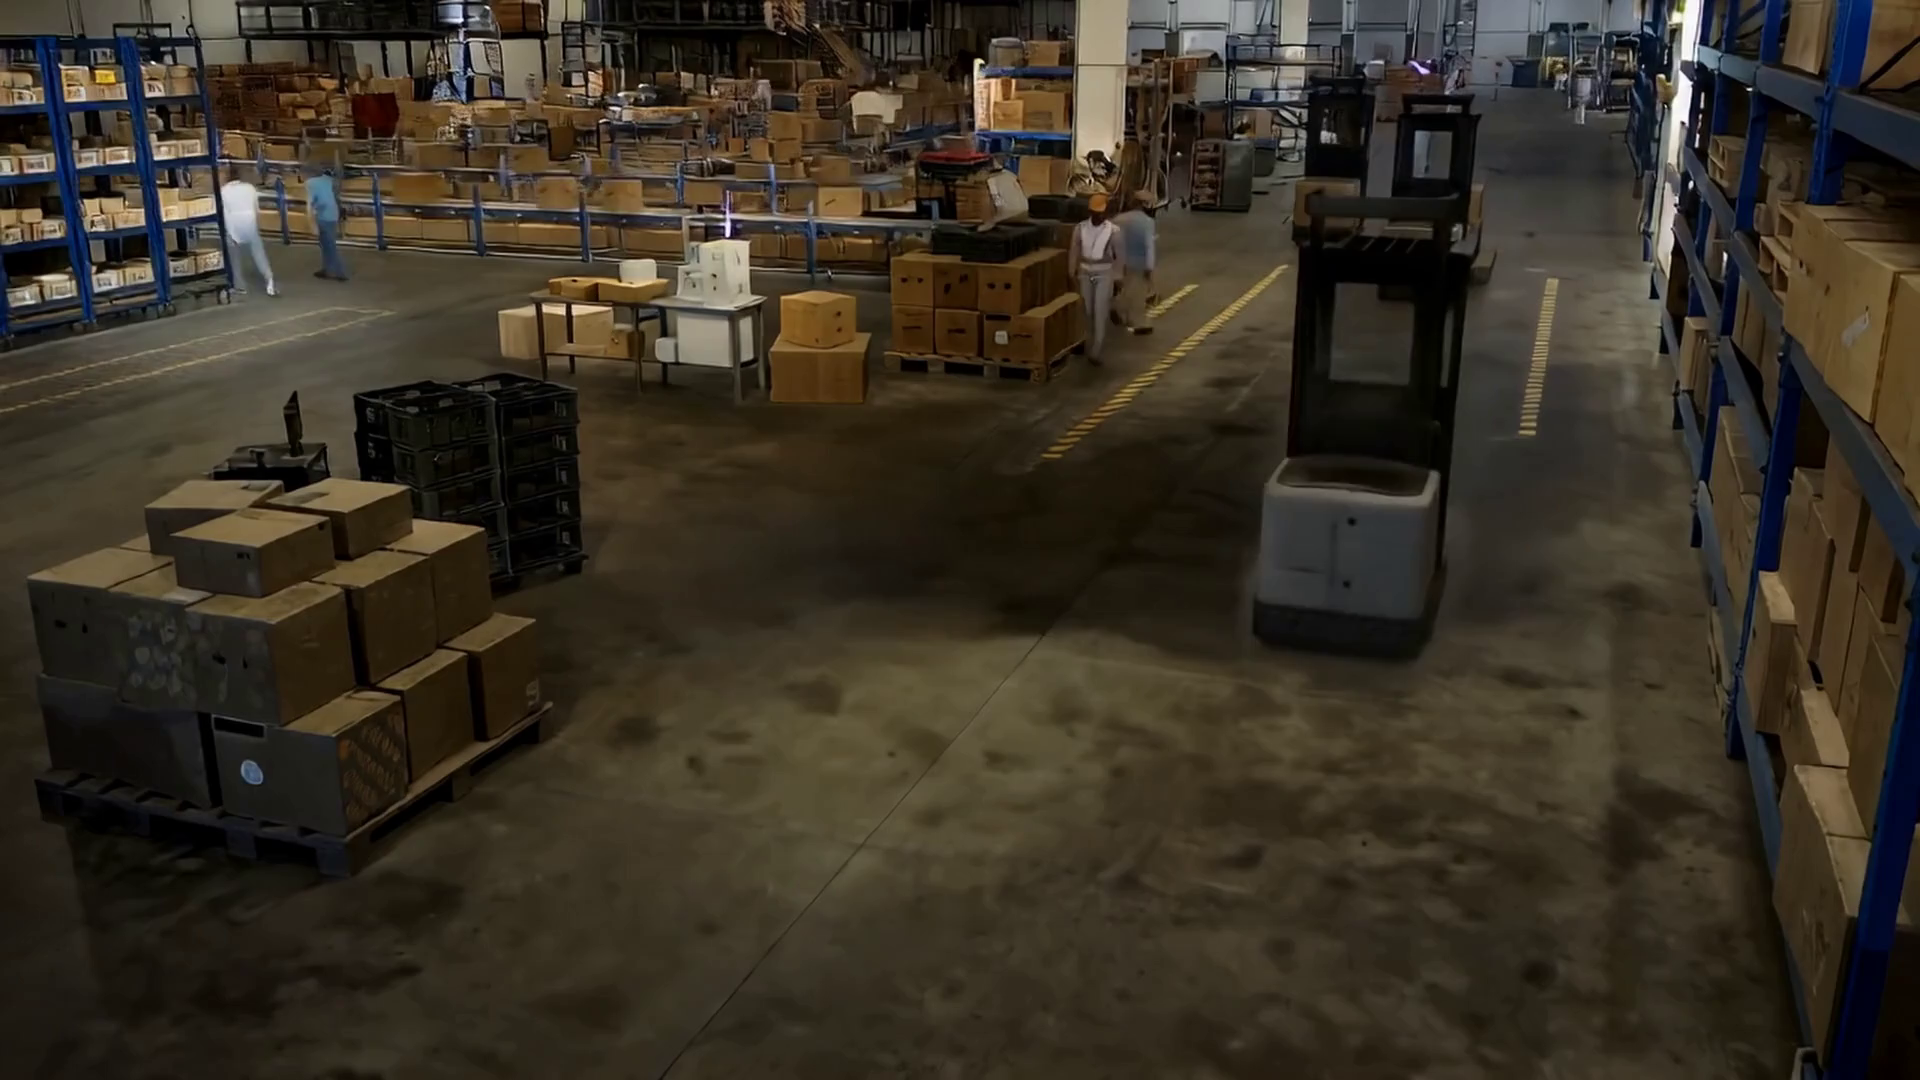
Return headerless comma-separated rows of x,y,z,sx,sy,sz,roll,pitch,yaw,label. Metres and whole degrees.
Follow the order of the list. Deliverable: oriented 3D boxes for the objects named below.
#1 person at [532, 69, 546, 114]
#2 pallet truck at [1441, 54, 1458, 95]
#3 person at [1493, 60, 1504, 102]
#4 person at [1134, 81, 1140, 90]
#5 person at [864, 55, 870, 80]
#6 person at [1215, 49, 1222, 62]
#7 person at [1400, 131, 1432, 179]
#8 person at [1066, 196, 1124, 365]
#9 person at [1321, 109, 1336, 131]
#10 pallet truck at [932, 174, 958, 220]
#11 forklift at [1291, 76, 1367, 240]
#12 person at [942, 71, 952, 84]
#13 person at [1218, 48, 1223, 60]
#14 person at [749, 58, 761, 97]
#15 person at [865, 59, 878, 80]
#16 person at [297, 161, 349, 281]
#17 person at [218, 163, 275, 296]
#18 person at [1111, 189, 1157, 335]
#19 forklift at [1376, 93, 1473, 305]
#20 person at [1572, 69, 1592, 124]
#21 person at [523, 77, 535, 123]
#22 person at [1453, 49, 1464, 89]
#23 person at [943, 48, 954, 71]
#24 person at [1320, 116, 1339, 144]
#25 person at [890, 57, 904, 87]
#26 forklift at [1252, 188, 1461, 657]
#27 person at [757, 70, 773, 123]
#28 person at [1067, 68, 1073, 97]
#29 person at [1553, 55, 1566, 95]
-16.760,-17.719,65.721,0.938,1.721,0.527,1,18,2,person
22.765,-21.886,78.355,0.823,1.965,1.885,-4,18,-14,pallet truck
23.935,-20.394,73.946,0.431,1.835,0.624,6,19,18,person
8.932,-23.597,84.219,0.322,1.697,0.530,-17,24,-42,person
-4.122,-20.596,74.234,0.394,2.040,0.609,0,18,0,person
14.226,-26.160,91.994,0.366,1.884,0.660,-16,24,-42,person
9.573,-8.035,35.008,0.636,1.900,0.399,2,18,7,person
1.550,-3.004,19.198,0.611,1.894,1.007,7,19,20,person
10.423,-11.771,47.062,0.319,1.698,0.532,-13,22,-36,person
-0.507,-5.292,27.348,0.653,1.274,1.630,6,19,19,pallet truck
6.598,-6.755,29.381,1.129,2.768,1.873,6,19,19,forklift
-0.544,-15.496,58.419,0.564,1.914,0.432,-2,18,-7,person
14.572,-26.745,93.755,0.623,1.912,0.438,-15,23,-39,person
-8.993,-20.198,73.162,0.587,1.930,0.355,-12,21,-33,person
-3.569,-18.678,68.205,0.551,2.000,0.701,11,21,32,person
-9.596,-4.780,24.940,0.764,1.788,0.660,4,18,13,person
-10.141,-4.387,23.566,0.867,1.876,0.650,12,21,34,person
2.237,-3.469,20.803,0.520,1.801,0.664,-7,19,-21,person
6.576,-4.826,23.321,1.129,2.768,1.873,6,19,19,forklift
22.369,-15.928,59.768,0.426,1.915,0.616,-6,19,-18,person
-14.022,-14.156,54.273,0.520,1.873,0.335,14,22,36,person
26.089,-24.642,87.034,0.609,1.986,0.392,15,23,39,person
-0.631,-26.154,91.846,0.618,1.946,0.394,2,18,7,person
8.167,-8.590,37.091,0.548,1.673,0.521,7,19,21,person
-2.906,-21.193,76.321,0.648,1.897,0.948,0,18,0,person
2.659,-0.866,10.875,1.129,2.768,1.873,6,19,19,forklift
-7.122,-16.080,60.330,0.652,1.864,0.590,7,19,21,person
5.318,-21.505,77.438,0.947,1.824,0.554,10,20,28,person
28.886,-22.347,80.016,0.523,1.866,0.620,-11,21,-32,person
